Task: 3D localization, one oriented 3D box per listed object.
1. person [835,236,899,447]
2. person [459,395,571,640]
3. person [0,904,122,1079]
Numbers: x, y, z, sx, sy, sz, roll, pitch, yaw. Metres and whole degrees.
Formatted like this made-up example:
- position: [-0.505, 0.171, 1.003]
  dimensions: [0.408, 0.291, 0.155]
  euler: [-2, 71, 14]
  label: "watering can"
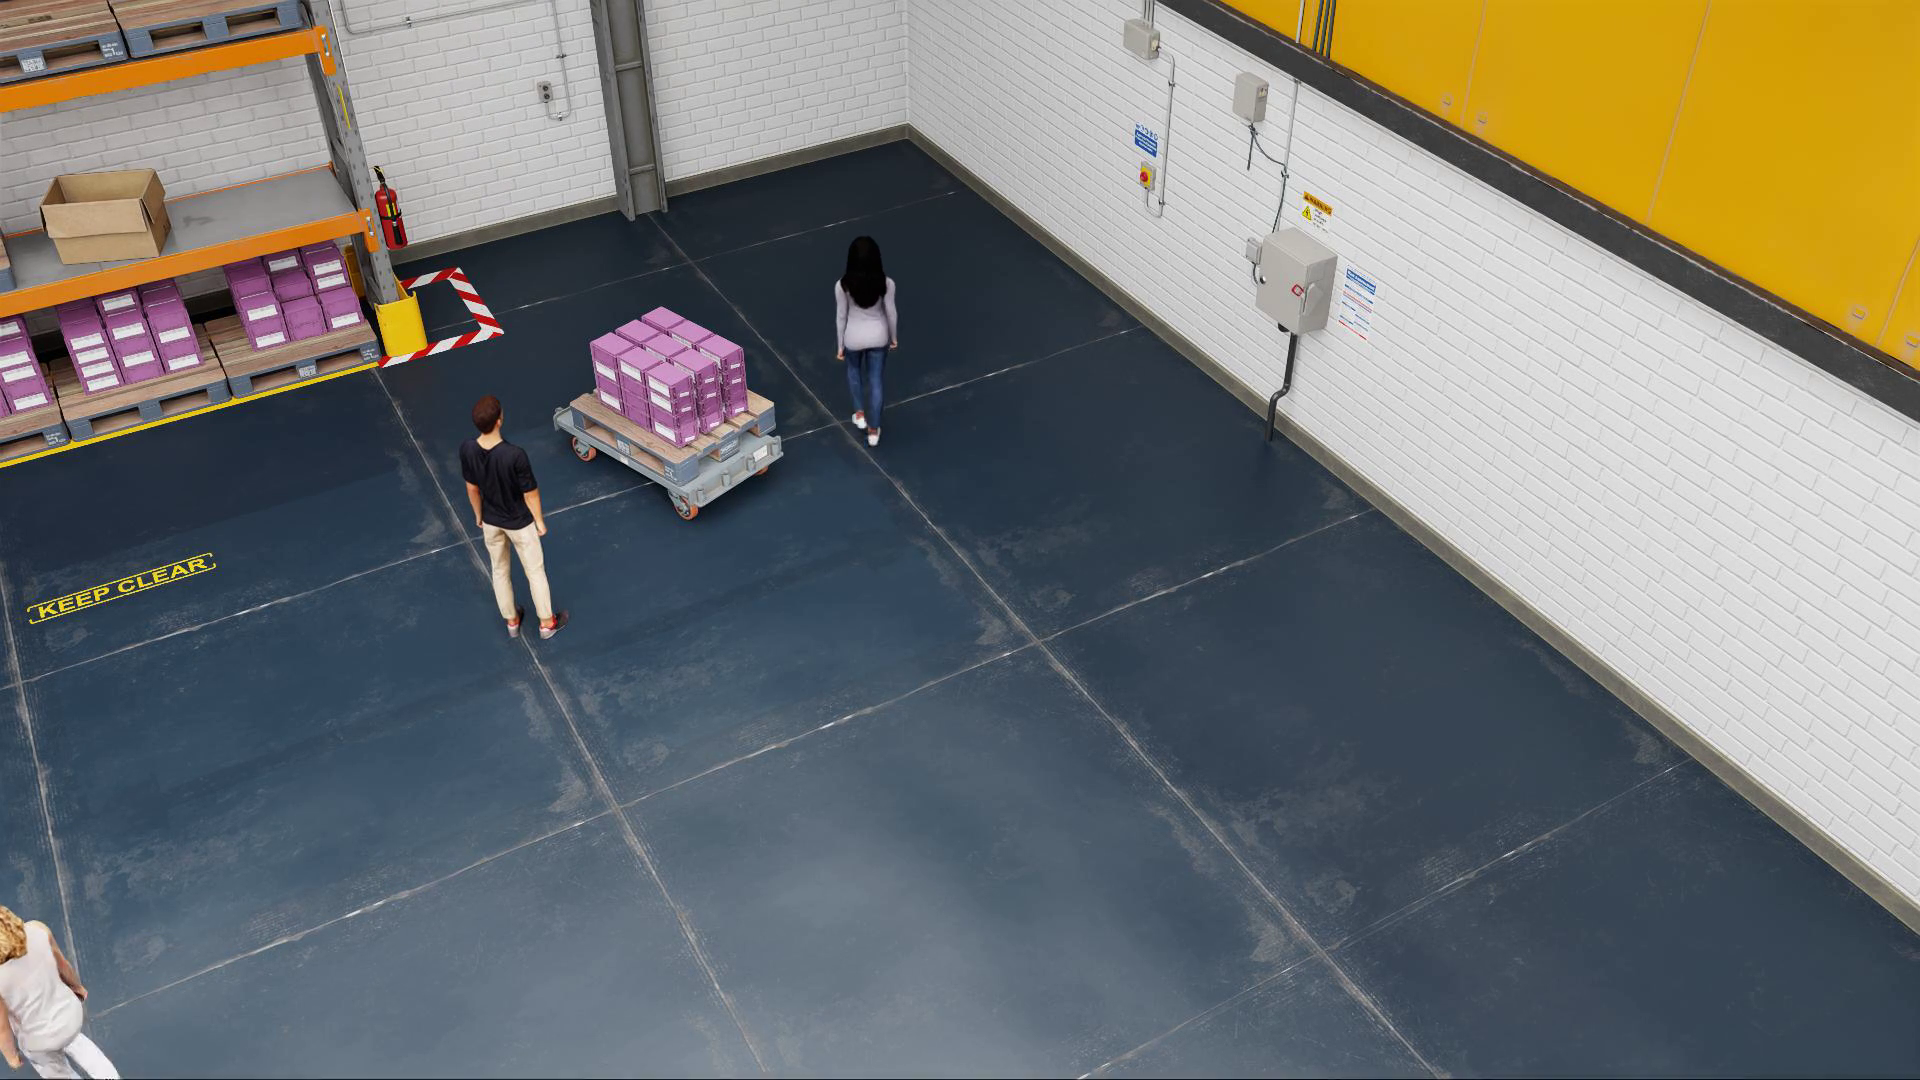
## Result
- position: [-0.701, -1.442, 12.507]
  dimensions: [0.695, 1.722, 0.793]
  euler: [-4, 39, -5]
  label: "person"
- position: [-2.919, -0.132, 10.758]
  dimensions: [0.684, 1.858, 0.762]
  euler: [7, 39, 9]
  label: "person"
- position: [-4.275, 2.289, 7.885]
  dimensions: [0.819, 1.659, 0.757]
  euler: [11, 40, 14]
  label: "person"
